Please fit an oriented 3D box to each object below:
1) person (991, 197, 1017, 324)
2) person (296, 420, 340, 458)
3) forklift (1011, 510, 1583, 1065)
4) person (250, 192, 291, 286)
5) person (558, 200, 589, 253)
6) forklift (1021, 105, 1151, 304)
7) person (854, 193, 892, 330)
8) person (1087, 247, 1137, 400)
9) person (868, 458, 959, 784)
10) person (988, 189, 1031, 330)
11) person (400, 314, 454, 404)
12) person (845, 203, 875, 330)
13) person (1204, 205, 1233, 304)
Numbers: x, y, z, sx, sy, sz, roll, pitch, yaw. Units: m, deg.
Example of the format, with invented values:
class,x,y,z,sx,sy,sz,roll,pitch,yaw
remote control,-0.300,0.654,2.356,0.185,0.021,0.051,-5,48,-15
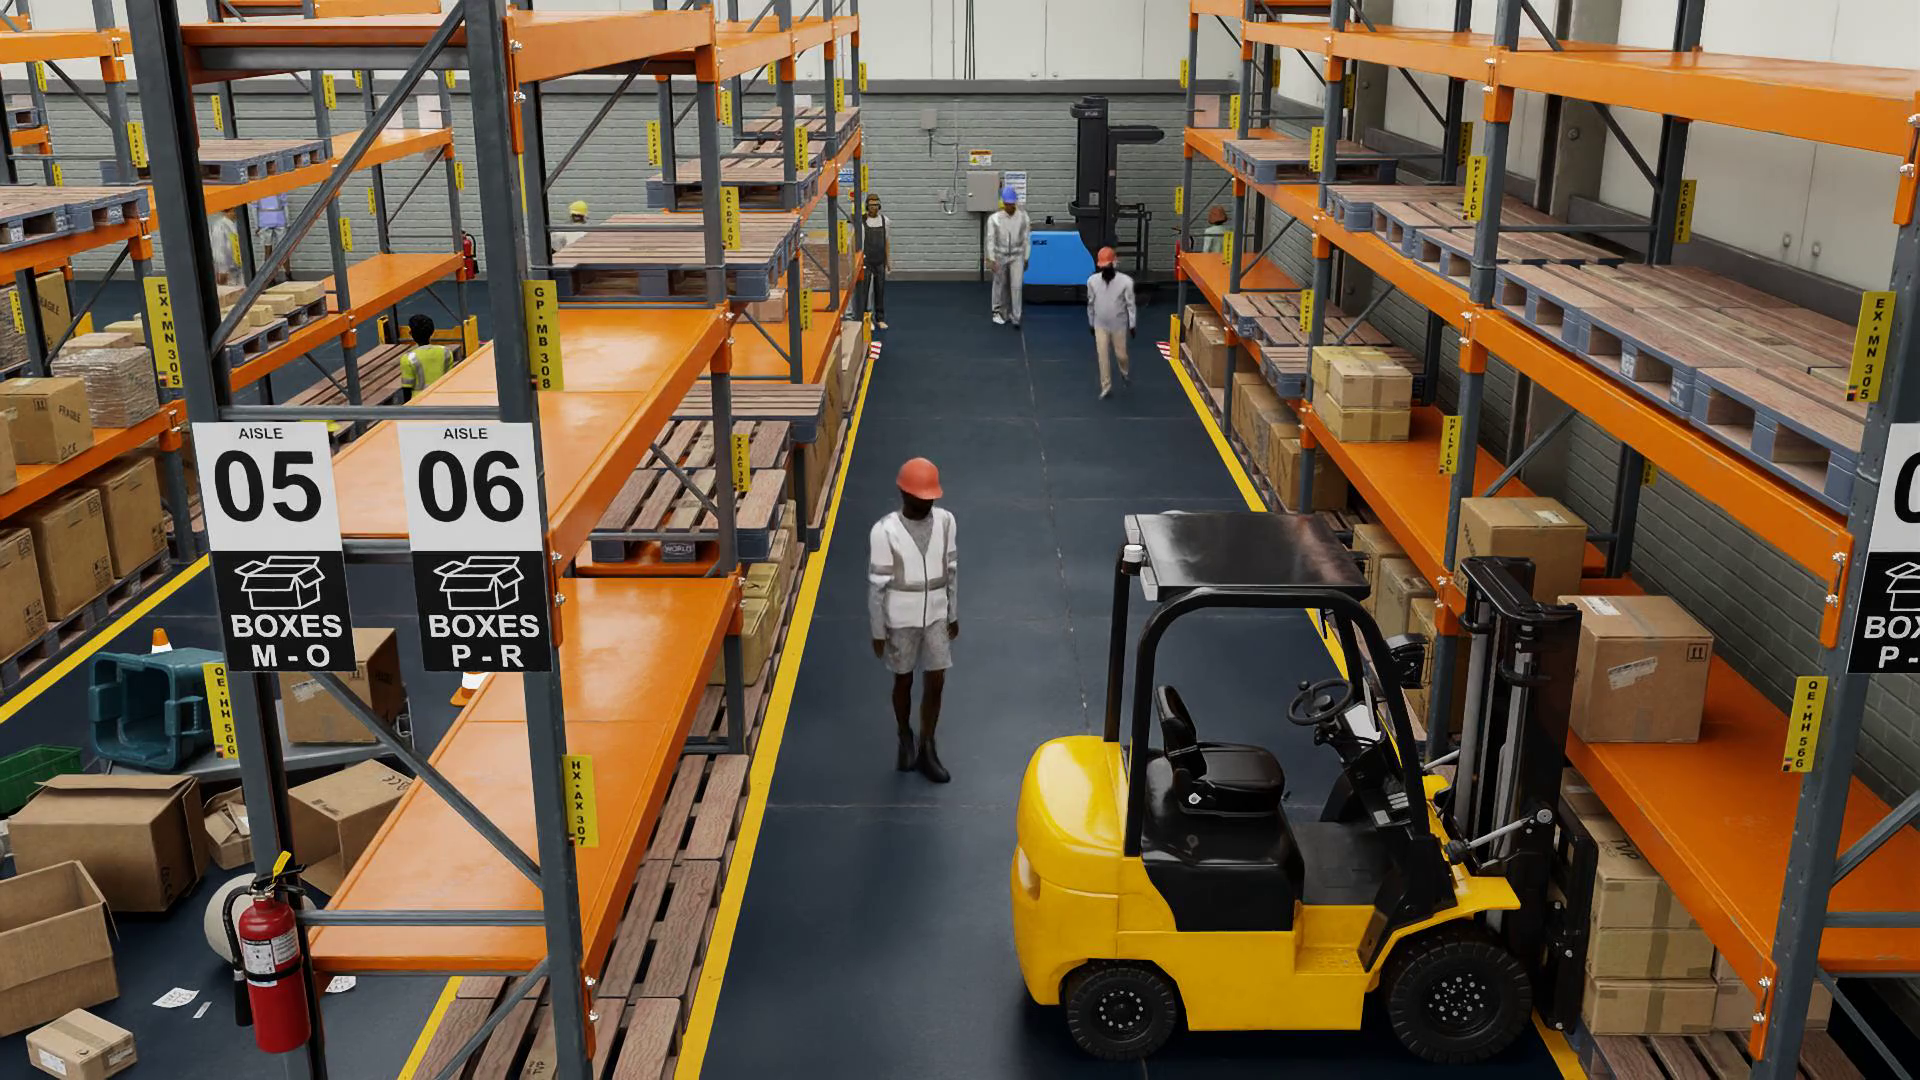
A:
class,x,y,z,sx,sy,sz,roll,pitch,yaw
person,0.638,-3.880,23.004,0.288,1.746,0.487,16,24,40
person,-4.349,-0.068,11.444,0.329,1.767,0.528,0,18,1
forklift,1.387,1.055,7.378,2.313,2.155,1.214,0,18,0
person,-10.707,-4.901,25.860,0.566,1.943,0.416,-9,20,-25
person,-4.942,-3.569,21.965,0.586,1.803,0.743,2,18,7
forklift,1.857,-4.944,24.441,1.873,2.768,1.129,0,18,0
person,-1.173,-3.744,22.435,0.517,1.843,0.325,-8,20,-24
person,1.725,-2.473,18.783,0.571,1.724,0.645,7,20,20
person,-0.244,0.461,9.603,0.585,1.917,0.525,-8,20,-23
person,0.673,-3.842,22.675,0.591,1.887,1.027,-1,18,-2
person,-4.752,-1.183,14.931,0.320,1.693,0.534,14,23,36
person,-1.350,-3.687,22.439,0.486,1.736,0.320,-3,19,-8
person,3.537,-3.772,22.856,0.515,1.628,0.279,-11,21,-29
